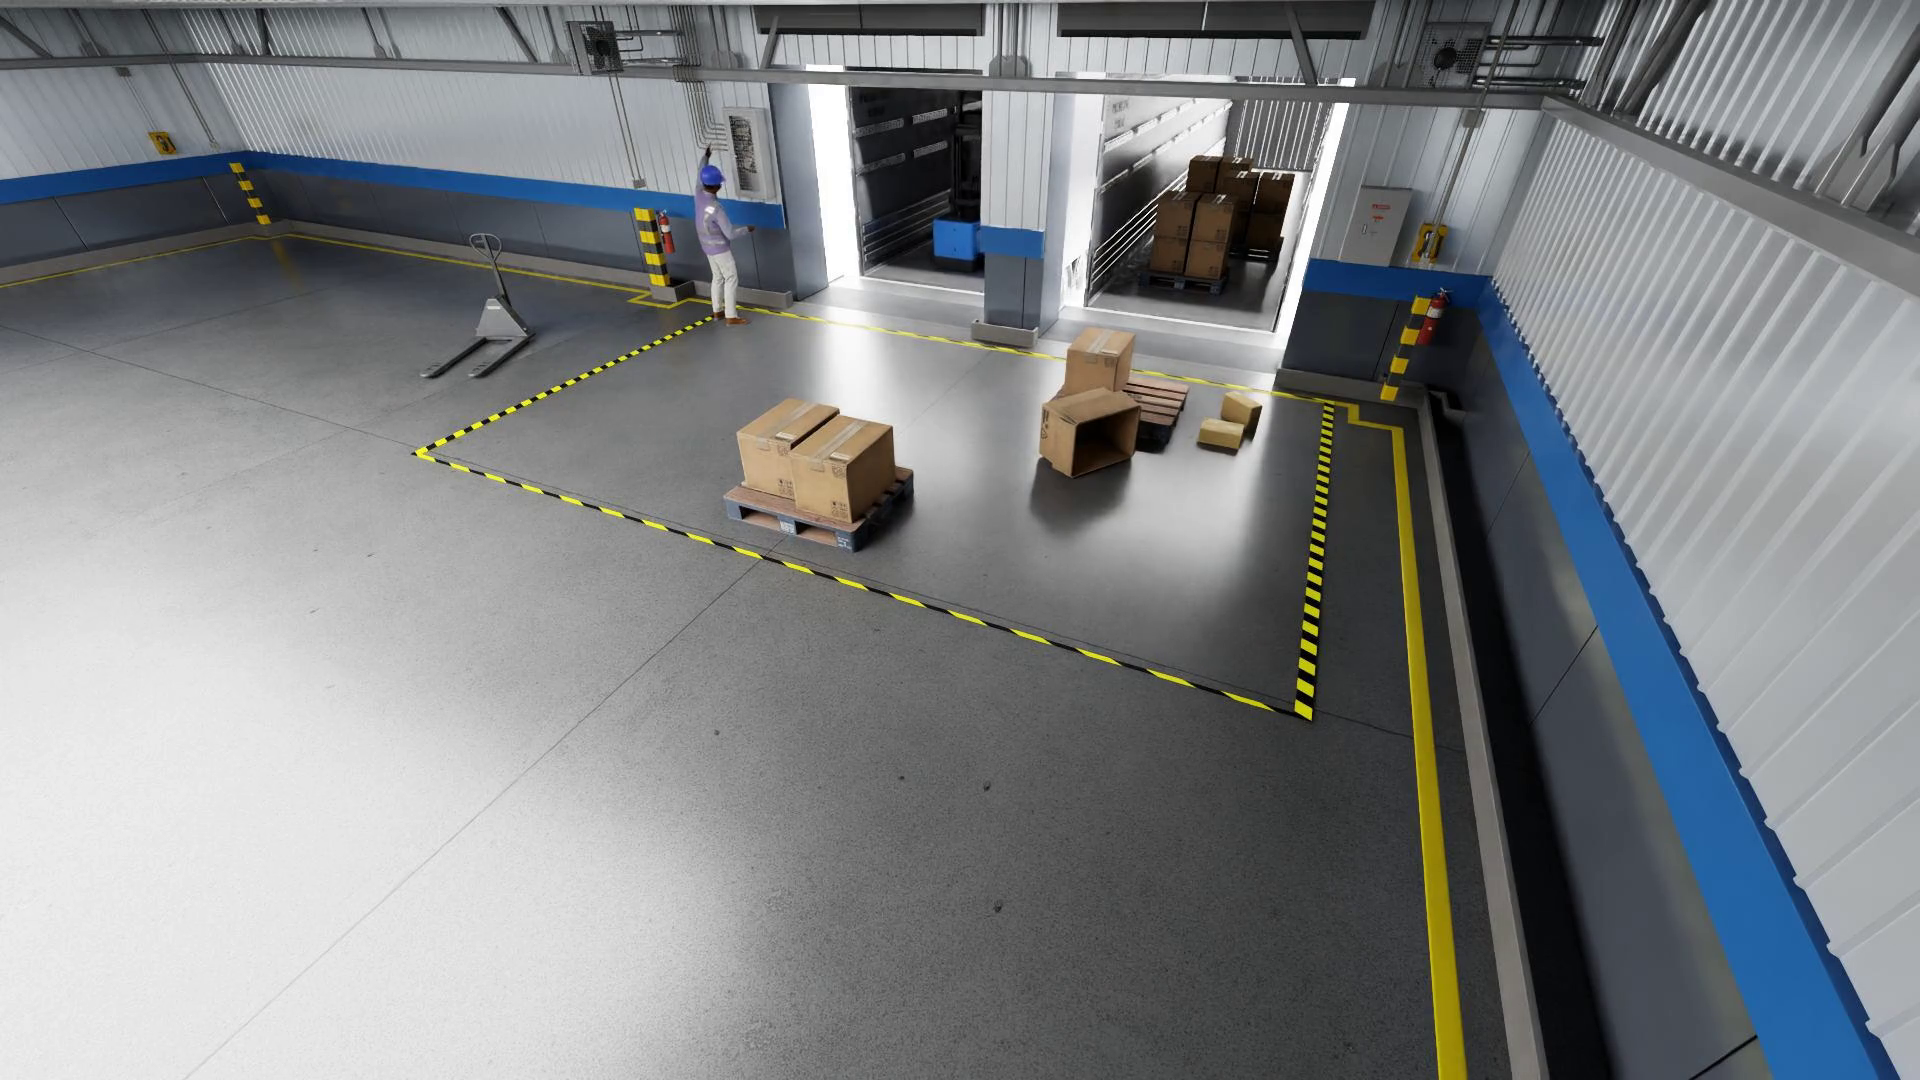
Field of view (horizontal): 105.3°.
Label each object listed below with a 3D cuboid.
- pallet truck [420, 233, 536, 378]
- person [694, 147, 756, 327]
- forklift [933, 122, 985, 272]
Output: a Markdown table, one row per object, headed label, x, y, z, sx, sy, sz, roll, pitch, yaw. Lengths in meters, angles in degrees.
| label | x | y | z | sx | sy | sz | roll | pitch | yaw |
| --- | --- | --- | --- | --- | --- | --- | --- | --- | --- |
| pallet truck | -5.664 | -2.712 | 8.427 | 0.680 | 1.201 | 1.601 | 0 | 35 | -1 |
| person | -3.048 | -3.836 | 9.373 | 0.681 | 1.977 | 1.084 | -25 | 42 | -31 |
| forklift | 0.072 | -5.281 | 11.342 | 0.716 | 2.013 | 0.776 | 15 | 38 | 20 |
